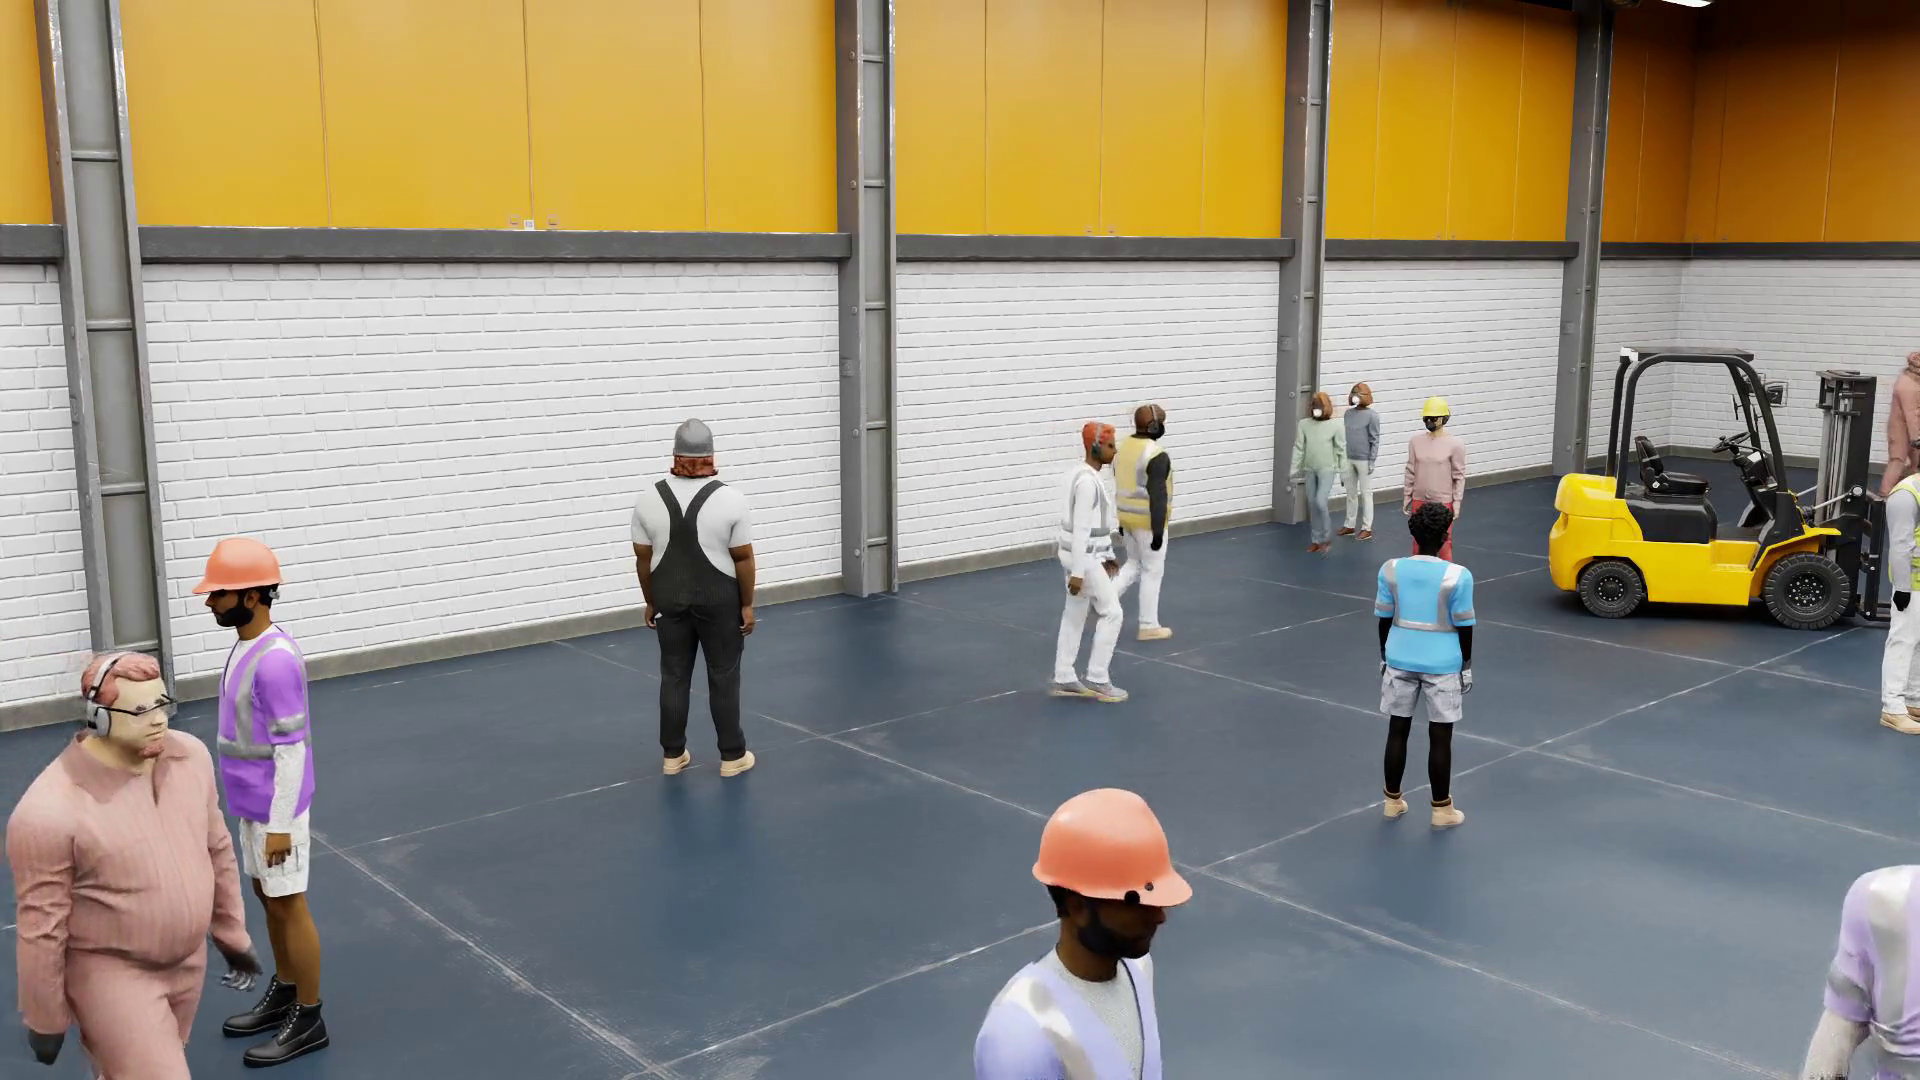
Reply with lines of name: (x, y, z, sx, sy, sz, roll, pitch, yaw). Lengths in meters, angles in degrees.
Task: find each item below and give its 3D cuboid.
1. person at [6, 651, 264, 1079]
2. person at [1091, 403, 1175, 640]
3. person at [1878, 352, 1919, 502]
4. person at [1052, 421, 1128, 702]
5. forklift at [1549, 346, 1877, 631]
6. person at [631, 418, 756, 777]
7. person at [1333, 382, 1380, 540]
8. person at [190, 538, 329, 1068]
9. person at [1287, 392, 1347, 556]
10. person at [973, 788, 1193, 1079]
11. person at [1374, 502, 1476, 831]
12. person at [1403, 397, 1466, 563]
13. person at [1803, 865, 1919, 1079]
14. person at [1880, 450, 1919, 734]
person: (-2.415, 1.210, 4.776, 0.905, 1.869, 0.632, 3, 10, 15)
person: (1.356, -0.128, 12.700, 0.564, 1.831, 0.633, -5, 11, -28)
person: (11.028, -1.252, 19.247, 0.726, 1.858, 0.666, -9, 13, -43)
person: (0.908, 0.144, 10.998, 0.643, 1.861, 0.598, 0, 10, -1)
forklift: (6.109, -0.478, 13.691, 2.313, 2.155, 1.214, 3, 10, 16)
person: (-1.471, 0.322, 9.453, 0.688, 2.000, 0.539, 2, 10, 9)
person: (4.153, -0.828, 17.367, 0.279, 1.636, 0.505, -6, 11, -31)
person: (-2.561, 0.948, 6.093, 0.357, 1.937, 0.551, -7, 12, -35)
person: (3.523, -0.652, 16.404, 0.513, 1.616, 0.498, 9, 13, 41)
person: (0.256, 1.427, 3.290, 0.370, 1.937, 0.550, 6, 11, 30)
person: (2.394, 0.644, 8.573, 0.533, 1.697, 0.319, 7, 12, 37)
person: (3.988, -0.326, 14.054, 0.533, 1.768, 0.311, 9, 13, 41)
person: (2.277, 1.375, 3.747, 0.729, 1.878, 0.614, 8, 12, 38)
person: (6.013, 0.272, 10.339, 0.626, 1.842, 0.429, -6, 11, -31)
